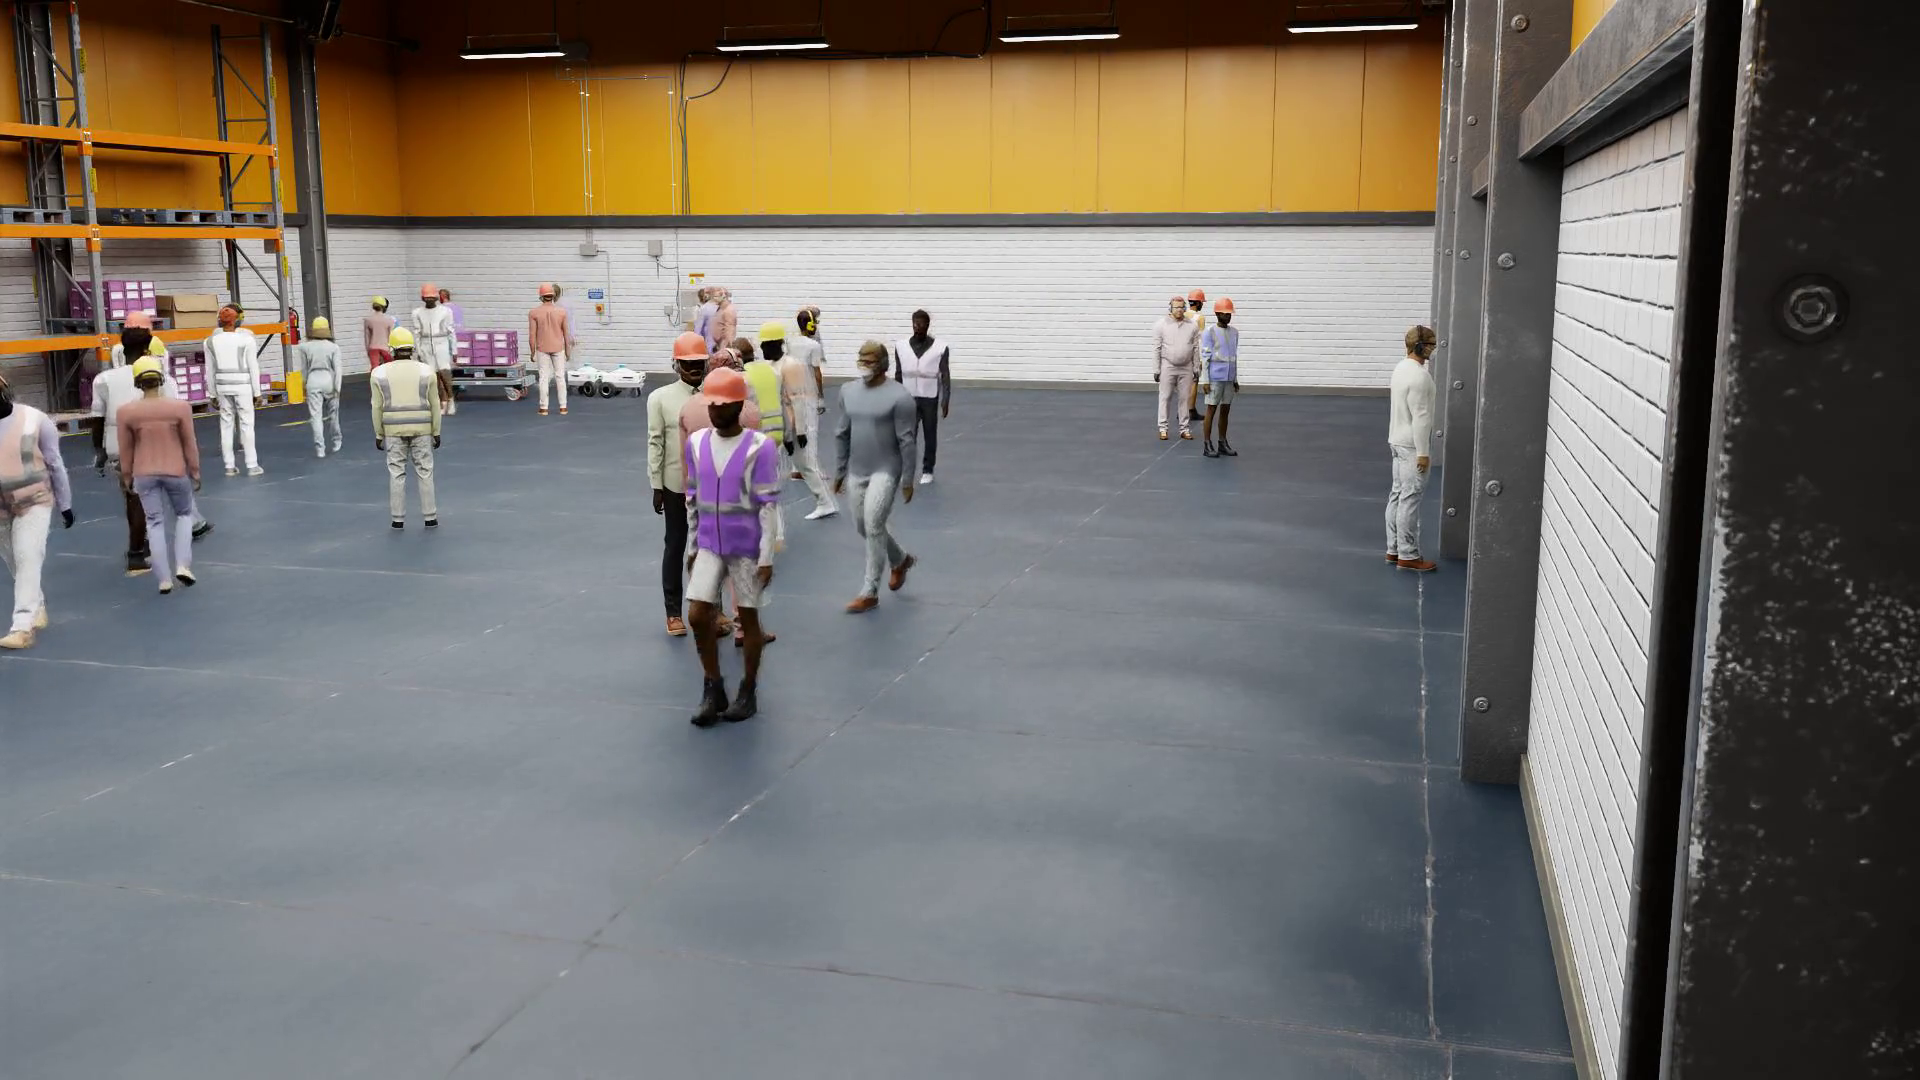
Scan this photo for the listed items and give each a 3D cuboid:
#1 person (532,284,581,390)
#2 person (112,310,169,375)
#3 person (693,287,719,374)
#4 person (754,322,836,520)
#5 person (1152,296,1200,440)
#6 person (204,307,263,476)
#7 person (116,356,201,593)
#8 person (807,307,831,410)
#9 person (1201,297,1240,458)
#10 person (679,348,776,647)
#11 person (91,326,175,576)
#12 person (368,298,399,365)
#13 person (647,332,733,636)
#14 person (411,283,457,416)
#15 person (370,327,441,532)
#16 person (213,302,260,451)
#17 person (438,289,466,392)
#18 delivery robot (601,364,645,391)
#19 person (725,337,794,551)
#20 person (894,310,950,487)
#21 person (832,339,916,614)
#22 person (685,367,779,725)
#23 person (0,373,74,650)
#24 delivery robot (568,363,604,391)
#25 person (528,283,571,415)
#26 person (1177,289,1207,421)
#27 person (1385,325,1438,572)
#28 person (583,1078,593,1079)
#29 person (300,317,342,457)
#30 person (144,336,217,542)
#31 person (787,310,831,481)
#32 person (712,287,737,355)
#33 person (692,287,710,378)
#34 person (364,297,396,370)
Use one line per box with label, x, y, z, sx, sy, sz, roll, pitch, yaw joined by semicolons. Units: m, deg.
person;-7.107;-3.563;29.373;1.010;1.881;0.668;-4;11;-19
person;-8.292;-1.387;16.930;0.551;1.923;0.595;-1;10;-4
person;-4.276;-3.391;28.469;0.976;1.851;0.673;8;13;37
person;-1.602;-1.083;15.400;0.975;1.866;0.599;-3;10;-16
person;2.859;-2.263;21.978;0.645;1.903;0.401;-2;10;-10
person;-8.091;-1.647;18.546;0.577;1.880;0.382;0;10;-2
person;-5.925;-0.488;12.331;0.539;1.742;0.489;-4;11;-20
person;-2.221;-2.840;26.044;0.661;1.611;0.515;2;10;10
person;3.180;-1.970;20.194;0.552;1.937;0.356;-7;12;-33
person;-1.474;-0.272;10.668;0.654;1.906;0.406;6;12;32
person;-6.447;-0.719;13.145;0.619;1.922;0.899;0;10;1
person;-9.862;-3.306;28.502;0.548;1.669;0.685;-4;11;-20
person;-1.759;-0.374;10.996;0.612;1.995;0.382;-6;12;-30
person;-7.899;-2.853;24.994;0.608;2.003;0.553;0;10;0
person;-4.960;-0.989;14.933;0.591;1.836;0.403;-3;11;-18
person;-9.050;-2.040;20.811;0.554;1.858;0.406;-1;10;-8
person;-9.072;-3.506;29.262;0.870;1.802;0.581;5;11;26
delivery robot;-5.700;-2.733;28.168;0.707;0.478;0.477;1;10;4
person;-1.798;-0.813;14.073;0.873;1.791;0.672;7;12;35
person;-0.418;-1.481;17.601;0.621;1.867;1.001;2;10;9
person;-0.545;-0.478;11.833;0.640;1.916;0.866;7;12;34
person;-1.248;0.051;8.801;0.581;1.917;0.608;3;11;19
person;-6.141;-0.224;10.796;0.650;1.780;0.938;-2;10;-9
delivery robot;-6.375;-2.787;28.472;0.707;0.478;0.477;6;12;31
person;-6.230;-2.896;25.272;0.621;1.997;0.372;-4;11;-22
person;3.433;-2.722;24.477;0.383;1.932;0.542;-6;12;-33
person;3.577;-0.723;13.136;0.368;1.939;0.633;0;10;-2
person;-0.298;1.374;1.536;0.627;1.844;0.429;-4;11;-22
person;-7.807;-1.881;20.385;0.489;1.692;0.919;-2;10;-14
person;-6.773;-0.832;14.144;0.626;1.792;0.872;2;10;12
person;-1.664;-1.564;18.104;0.538;1.866;0.313;8;13;40
person;-3.835;-3.156;27.034;0.395;1.896;0.677;-4;11;-21
person;-4.608;-3.552;29.462;0.614;1.833;0.510;5;11;25
person;-9.450;-3.110;27.234;0.547;1.717;0.877;-1;10;-3
